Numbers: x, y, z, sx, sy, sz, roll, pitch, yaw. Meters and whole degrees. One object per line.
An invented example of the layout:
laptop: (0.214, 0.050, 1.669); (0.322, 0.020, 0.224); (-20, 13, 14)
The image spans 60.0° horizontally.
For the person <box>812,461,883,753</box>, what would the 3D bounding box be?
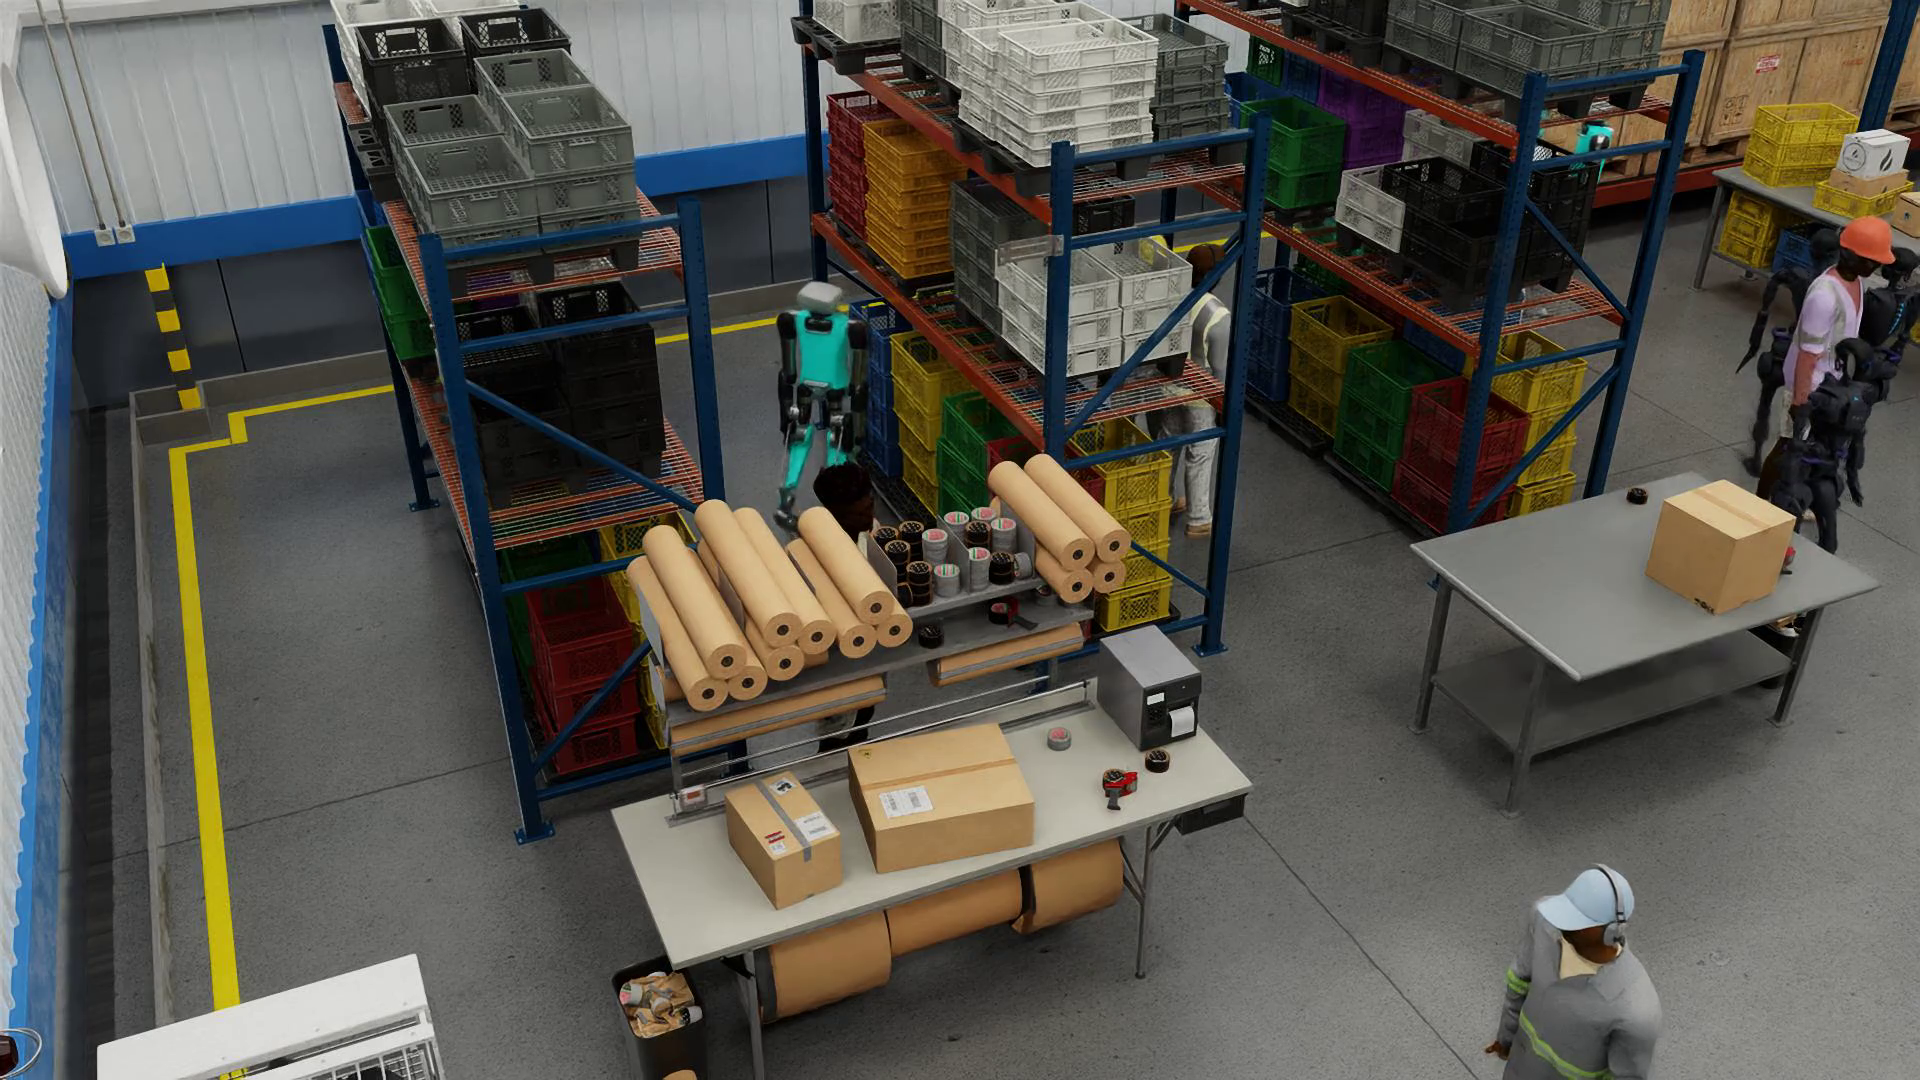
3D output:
person: (-0.494, 0.526, 7.498); (0.363, 1.965, 0.609); (14, 34, 22)

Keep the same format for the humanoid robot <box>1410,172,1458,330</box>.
humanoid robot: (3.507, -2.077, 11.999); (0.360, 1.651, 0.596); (25, 39, 34)

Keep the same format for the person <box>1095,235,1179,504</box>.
person: (1.106, -1.027, 10.154); (0.588, 1.823, 0.403); (11, 33, 18)

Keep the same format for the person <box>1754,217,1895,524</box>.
person: (5.085, -0.950, 9.843); (0.403, 2.029, 0.608); (25, 39, 34)

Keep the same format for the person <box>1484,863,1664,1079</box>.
person: (1.970, 1.798, 5.540); (0.397, 1.852, 0.589); (-11, 33, -17)

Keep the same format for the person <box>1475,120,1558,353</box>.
person: (3.948, -2.215, 12.030); (0.573, 1.881, 0.357); (-2, 32, -3)

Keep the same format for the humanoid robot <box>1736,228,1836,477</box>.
humanoid robot: (5.288, -1.167, 10.534); (0.615, 1.647, 0.336); (9, 33, 15)

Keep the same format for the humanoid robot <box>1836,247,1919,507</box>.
humanoid robot: (5.556, -1.051, 10.361); (0.608, 1.635, 0.612); (-6, 32, -10)

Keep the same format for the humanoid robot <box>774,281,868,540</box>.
humanoid robot: (-0.857, -0.496, 9.454); (0.544, 1.822, 0.819); (9, 33, 14)

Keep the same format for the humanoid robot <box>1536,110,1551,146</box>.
humanoid robot: (4.219, -2.893, 13.274); (0.797, 1.769, 0.553); (24, 39, 34)

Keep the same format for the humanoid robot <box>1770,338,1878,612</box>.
humanoid robot: (4.718, -0.333, 9.162); (0.600, 1.646, 0.332); (-13, 34, -20)

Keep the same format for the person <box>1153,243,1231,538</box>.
person: (1.402, -0.888, 9.917); (0.429, 1.840, 0.623); (-21, 37, -30)

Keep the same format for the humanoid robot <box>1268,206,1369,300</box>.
humanoid robot: (2.820, -2.447, 12.540); (1.025, 1.720, 0.550); (20, 37, 29)

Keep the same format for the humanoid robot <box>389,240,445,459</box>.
humanoid robot: (-3.406, -1.246, 10.645); (0.505, 1.642, 0.602); (-10, 33, -16)

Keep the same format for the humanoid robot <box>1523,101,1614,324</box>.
humanoid robot: (4.422, -2.433, 12.513); (0.668, 1.791, 0.532); (5, 32, 9)
